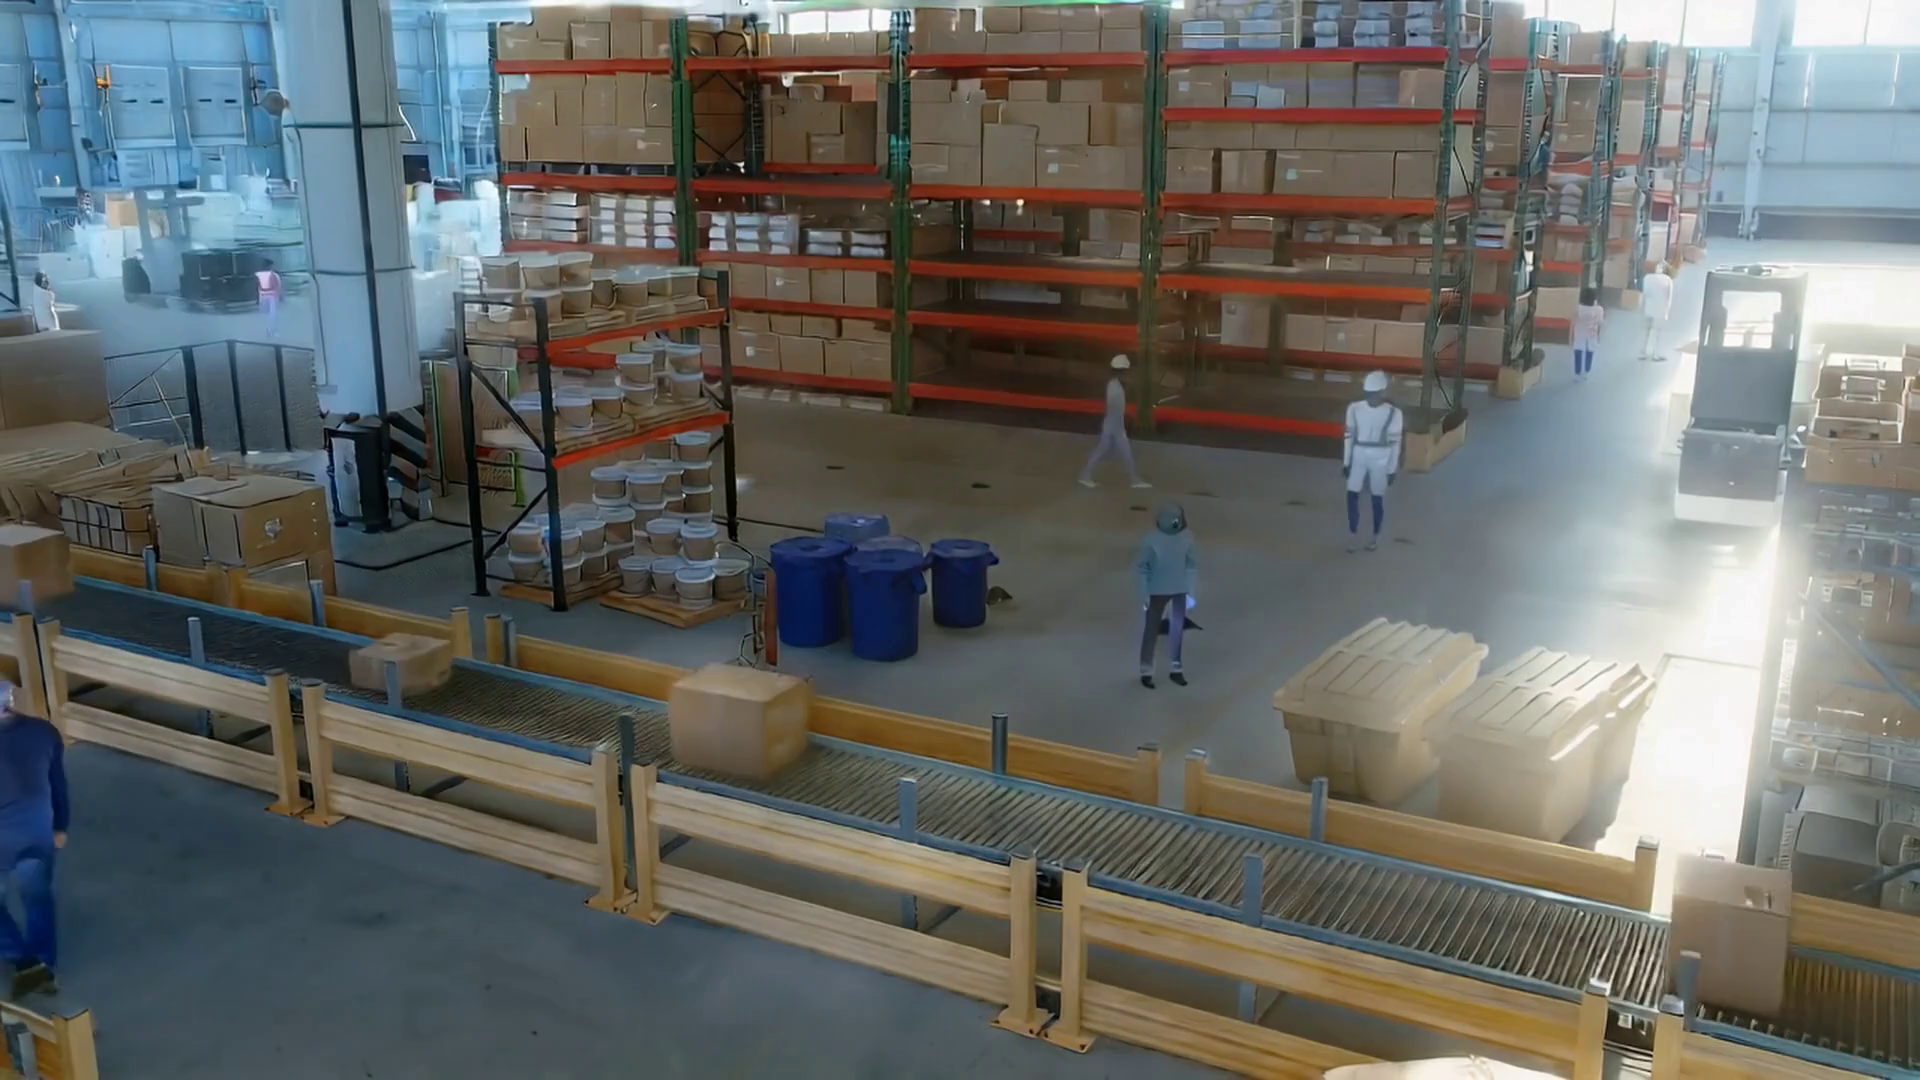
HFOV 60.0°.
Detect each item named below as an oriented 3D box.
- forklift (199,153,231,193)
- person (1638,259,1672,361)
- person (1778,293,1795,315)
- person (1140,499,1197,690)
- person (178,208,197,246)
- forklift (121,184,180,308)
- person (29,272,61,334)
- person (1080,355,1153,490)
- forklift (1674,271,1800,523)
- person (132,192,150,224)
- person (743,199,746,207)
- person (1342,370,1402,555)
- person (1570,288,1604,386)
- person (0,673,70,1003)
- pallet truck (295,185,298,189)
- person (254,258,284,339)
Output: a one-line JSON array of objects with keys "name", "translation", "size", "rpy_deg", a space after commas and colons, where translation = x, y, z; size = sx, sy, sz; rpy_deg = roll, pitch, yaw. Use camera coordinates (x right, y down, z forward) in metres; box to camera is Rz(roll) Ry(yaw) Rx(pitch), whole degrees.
[{"name": "forklift", "translation": [-27.440, -12.865, 61.464], "size": [1.873, 2.768, 1.129], "rpy_deg": [8, 17, 28]}, {"name": "person", "translation": [13.058, -4.304, 31.167], "size": [0.399, 1.901, 0.642], "rpy_deg": [-8, 17, -28]}, {"name": "person", "translation": [15.624, -4.242, 31.454], "size": [0.280, 1.624, 0.493], "rpy_deg": [4, 15, 14]}, {"name": "person", "translation": [1.727, 0.450, 13.818], "size": [0.497, 1.625, 0.287], "rpy_deg": [-5, 16, -17]}, {"name": "person", "translation": [-21.957, -8.477, 47.059], "size": [0.954, 1.793, 0.646], "rpy_deg": [8, 17, 28]}, {"name": "forklift", "translation": [-18.928, -6.994, 39.391], "size": [1.873, 2.768, 1.129], "rpy_deg": [8, 17, 28]}, {"name": "person", "translation": [-15.990, -3.758, 29.160], "size": [0.508, 1.874, 0.329], "rpy_deg": [4, 15, 14]}, {"name": "person", "translation": [1.939, -1.463, 20.822], "size": [0.902, 1.718, 0.538], "rpy_deg": [-1, 15, -3]}, {"name": "forklift", "translation": [9.269, -1.763, 19.726], "size": [1.129, 2.768, 1.873], "rpy_deg": [8, 17, 27]}, {"name": "person", "translation": [-26.158, -10.146, 53.056], "size": [0.627, 1.935, 0.373], "rpy_deg": [-4, 15, -15]}, {"name": "person", "translation": [-6.648, -9.630, 51.373], "size": [0.622, 1.813, 0.920], "rpy_deg": [2, 15, 9]}, {"name": "person", "translation": [4.362, -0.812, 17.800], "size": [0.658, 2.016, 0.716], "rpy_deg": [9, 18, 32]}, {"name": "person", "translation": [10.795, -3.518, 28.671], "size": [0.536, 1.655, 0.852], "rpy_deg": [6, 16, 21]}, {"name": "person", "translation": [-5.134, 1.602, 8.973], "size": [0.433, 1.888, 0.665], "rpy_deg": [10, 18, 32]}, {"name": "pallet truck", "translation": [-26.804, -14.617, 69.738], "size": [1.885, 1.965, 0.823], "rpy_deg": [-14, 20, -42]}, {"name": "person", "translation": [-14.175, -4.971, 34.188], "size": [0.533, 1.615, 0.567], "rpy_deg": [0, 15, 1]}]
